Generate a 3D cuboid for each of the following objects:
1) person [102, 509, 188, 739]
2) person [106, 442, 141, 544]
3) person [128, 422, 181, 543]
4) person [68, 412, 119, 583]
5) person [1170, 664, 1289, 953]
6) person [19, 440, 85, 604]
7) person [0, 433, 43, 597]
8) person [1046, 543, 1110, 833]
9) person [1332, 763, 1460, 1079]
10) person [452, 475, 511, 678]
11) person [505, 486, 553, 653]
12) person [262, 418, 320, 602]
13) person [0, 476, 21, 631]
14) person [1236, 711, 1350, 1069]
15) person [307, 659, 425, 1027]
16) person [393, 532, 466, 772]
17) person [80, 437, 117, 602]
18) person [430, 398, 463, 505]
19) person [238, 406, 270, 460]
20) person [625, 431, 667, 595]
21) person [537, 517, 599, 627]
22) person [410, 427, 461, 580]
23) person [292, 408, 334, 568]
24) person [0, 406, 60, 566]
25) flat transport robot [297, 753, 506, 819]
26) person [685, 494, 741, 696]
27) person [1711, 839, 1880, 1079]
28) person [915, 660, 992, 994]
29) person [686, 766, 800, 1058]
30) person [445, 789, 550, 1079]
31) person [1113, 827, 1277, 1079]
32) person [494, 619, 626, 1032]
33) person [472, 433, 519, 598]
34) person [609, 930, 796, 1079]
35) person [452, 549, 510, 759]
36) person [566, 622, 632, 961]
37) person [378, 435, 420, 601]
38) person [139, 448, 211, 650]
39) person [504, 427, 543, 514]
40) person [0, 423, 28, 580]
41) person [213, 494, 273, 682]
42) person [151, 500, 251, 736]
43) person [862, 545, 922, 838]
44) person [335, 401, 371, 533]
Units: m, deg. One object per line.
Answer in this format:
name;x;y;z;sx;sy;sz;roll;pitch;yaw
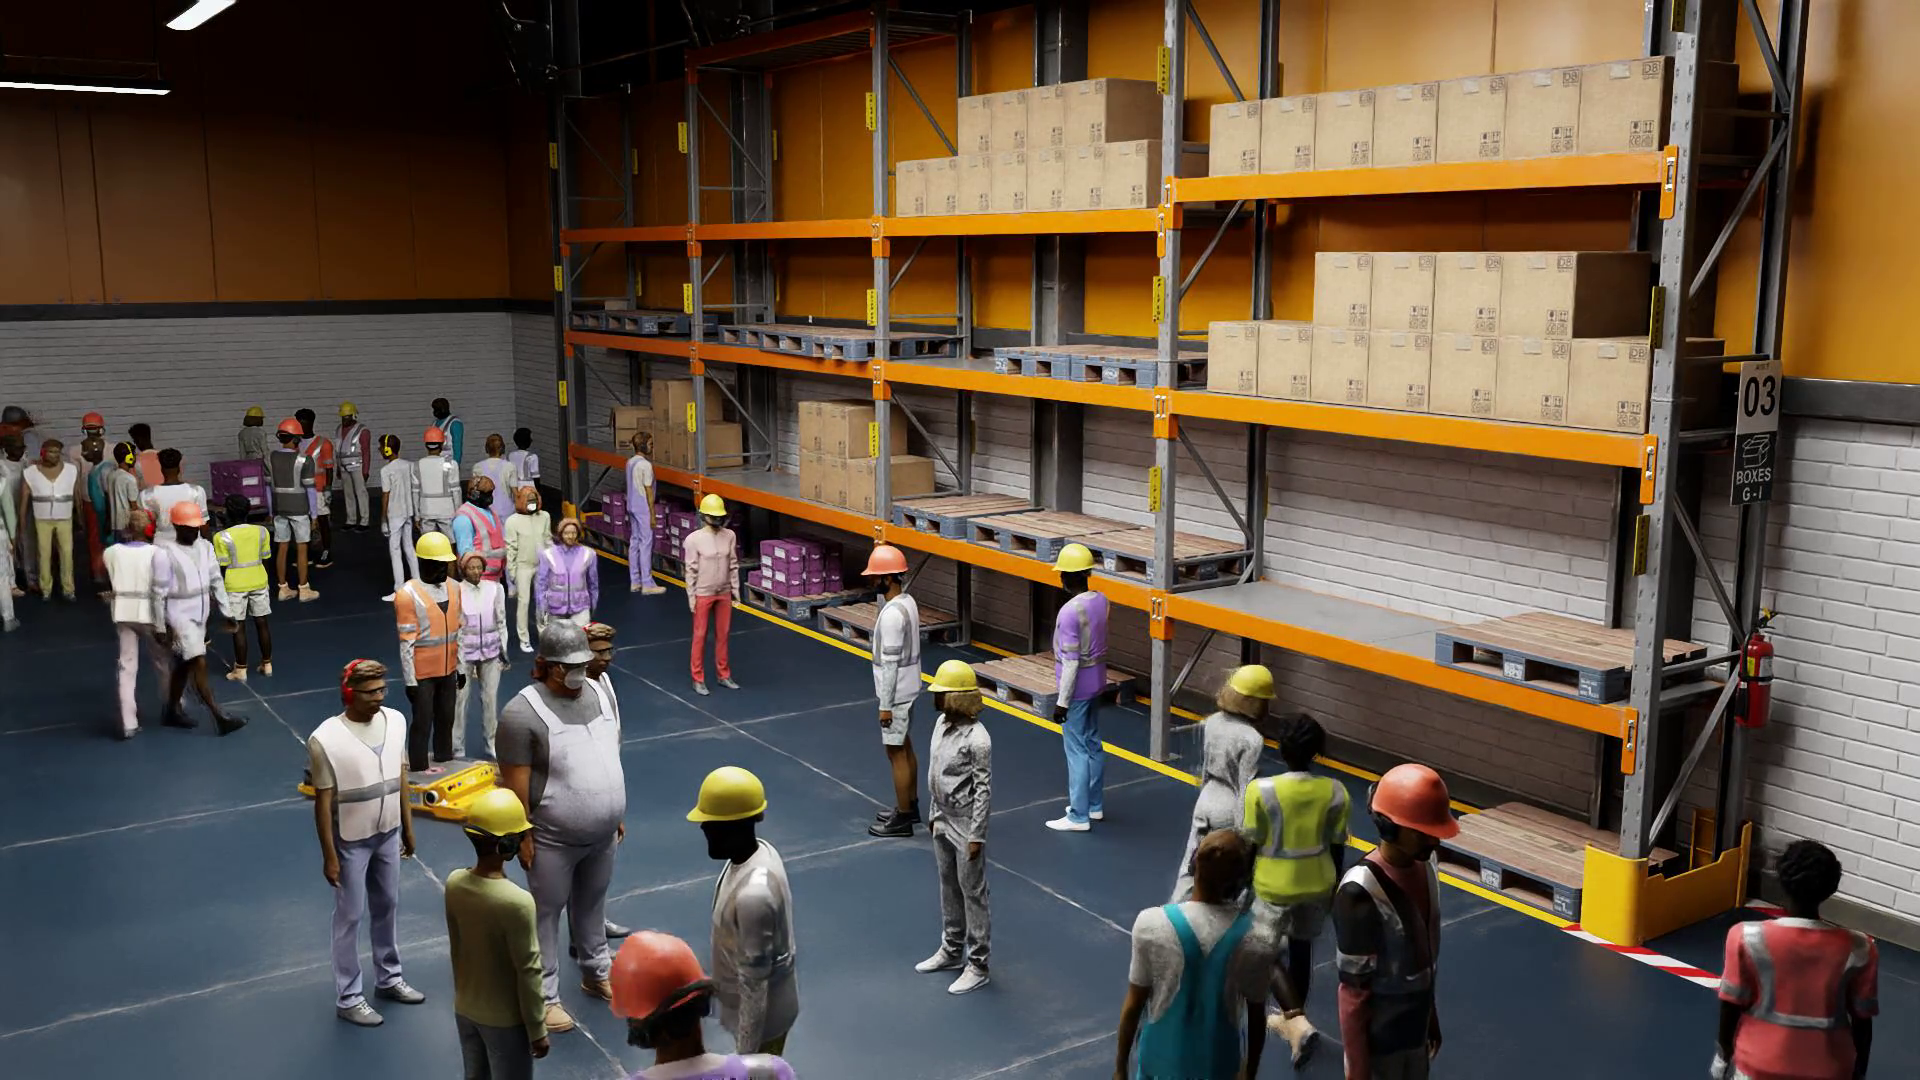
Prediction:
person;-6.550;0.647;13.364;0.558;1.788;0.946;-1;10;-4
person;-8.773;-0.104;17.571;0.510;1.860;0.333;7;12;36
person;-9.221;-0.396;19.104;0.622;1.923;0.960;-7;12;-35
person;-10.080;-0.500;19.495;0.616;1.990;0.393;-7;12;-34
person;1.411;1.473;8.820;0.873;1.676;0.564;-6;11;-30
person;-9.907;-0.182;18.158;0.653;1.801;0.892;-7;12;-34
person;-10.589;-0.283;18.688;0.336;1.839;0.509;5;11;28
person;0.775;0.975;11.029;0.374;1.923;0.595;5;11;28
person;1.583;1.777;6.030;0.409;2.030;0.617;8;13;40
person;-4.330;0.327;15.102;0.429;1.839;0.623;1;10;7
person;-4.131;0.276;16.027;0.299;1.623;0.503;9;13;42
person;-7.370;-0.329;18.392;0.602;2.035;0.408;1;10;8
person;-9.887;-0.024;16.839;0.615;1.943;0.409;-4;10;-22
person;1.590;1.644;7.815;0.540;1.681;0.606;-3;10;-15
person;-2.977;1.484;8.302;0.392;1.838;0.561;5;11;28
person;-3.648;0.889;11.578;0.395;1.919;0.582;5;11;28
person;-9.475;-0.232;18.424;0.376;1.832;0.524;-9;13;-41
person;-7.248;-1.091;23.460;0.635;1.830;0.429;8;12;39
person;-9.766;-0.990;23.129;0.484;1.735;0.311;4;10;20
person;-3.582;-0.306;18.786;0.349;1.847;0.505;-8;12;-38
person;-3.365;0.580;14.307;0.513;1.599;0.842;-2;10;-13
person;-5.802;-0.295;18.493;0.548;1.930;0.382;0;10;2
person;-7.960;-0.638;20.384;0.602;1.966;0.368;2;10;14
person;-11.463;-0.656;20.266;0.883;2.000;0.699;-4;11;-24
flat transport robot;-3.883;1.686;11.709;1.431;0.197;0.652;4;11;23
person;-2.141;0.471;14.483;0.523;1.763;0.331;-8;13;-40
person;3.057;1.932;6.107;0.550;1.687;0.323;2;10;11
person;-0.023;1.473;8.640;0.296;1.745;0.484;-6;11;-31
person;-0.813;1.787;6.310;0.402;1.917;0.582;-2;10;-11
person;-1.786;1.834;6.490;0.524;1.761;0.339;8;12;39
person;0.826;1.905;5.934;0.568;1.811;0.498;1;10;4
person;-1.910;1.387;8.278;0.537;2.000;0.682;7;12;36
person;-5.154;-0.263;18.554;0.516;1.837;0.325;0;10;-2
person;-0.711;2.047;4.503;0.661;2.008;0.488;-3;10;-18
person;-3.638;0.872;12.482;0.522;1.636;0.310;-7;12;-37
person;-2.028;1.350;9.081;0.396;1.841;0.565;1;10;3
person;-6.210;-0.241;18.378;0.329;1.858;0.524;4;10;21
person;-7.589;0.086;16.129;0.607;1.966;0.367;-5;11;-27
person;-5.404;-0.547;20.634;0.532;1.697;0.322;5;11;27
person;-11.138;-0.428;19.451;0.467;1.869;0.623;1;10;4
person;-6.427;0.424;14.930;0.318;1.699;0.535;7;12;35
person;-6.041;0.621;13.239;0.986;1.882;0.550;3;10;17
person;-0.450;0.990;10.947;0.387;1.928;0.546;1;10;8
person;-8.394;-1.006;22.974;0.591;1.824;0.403;5;11;26
